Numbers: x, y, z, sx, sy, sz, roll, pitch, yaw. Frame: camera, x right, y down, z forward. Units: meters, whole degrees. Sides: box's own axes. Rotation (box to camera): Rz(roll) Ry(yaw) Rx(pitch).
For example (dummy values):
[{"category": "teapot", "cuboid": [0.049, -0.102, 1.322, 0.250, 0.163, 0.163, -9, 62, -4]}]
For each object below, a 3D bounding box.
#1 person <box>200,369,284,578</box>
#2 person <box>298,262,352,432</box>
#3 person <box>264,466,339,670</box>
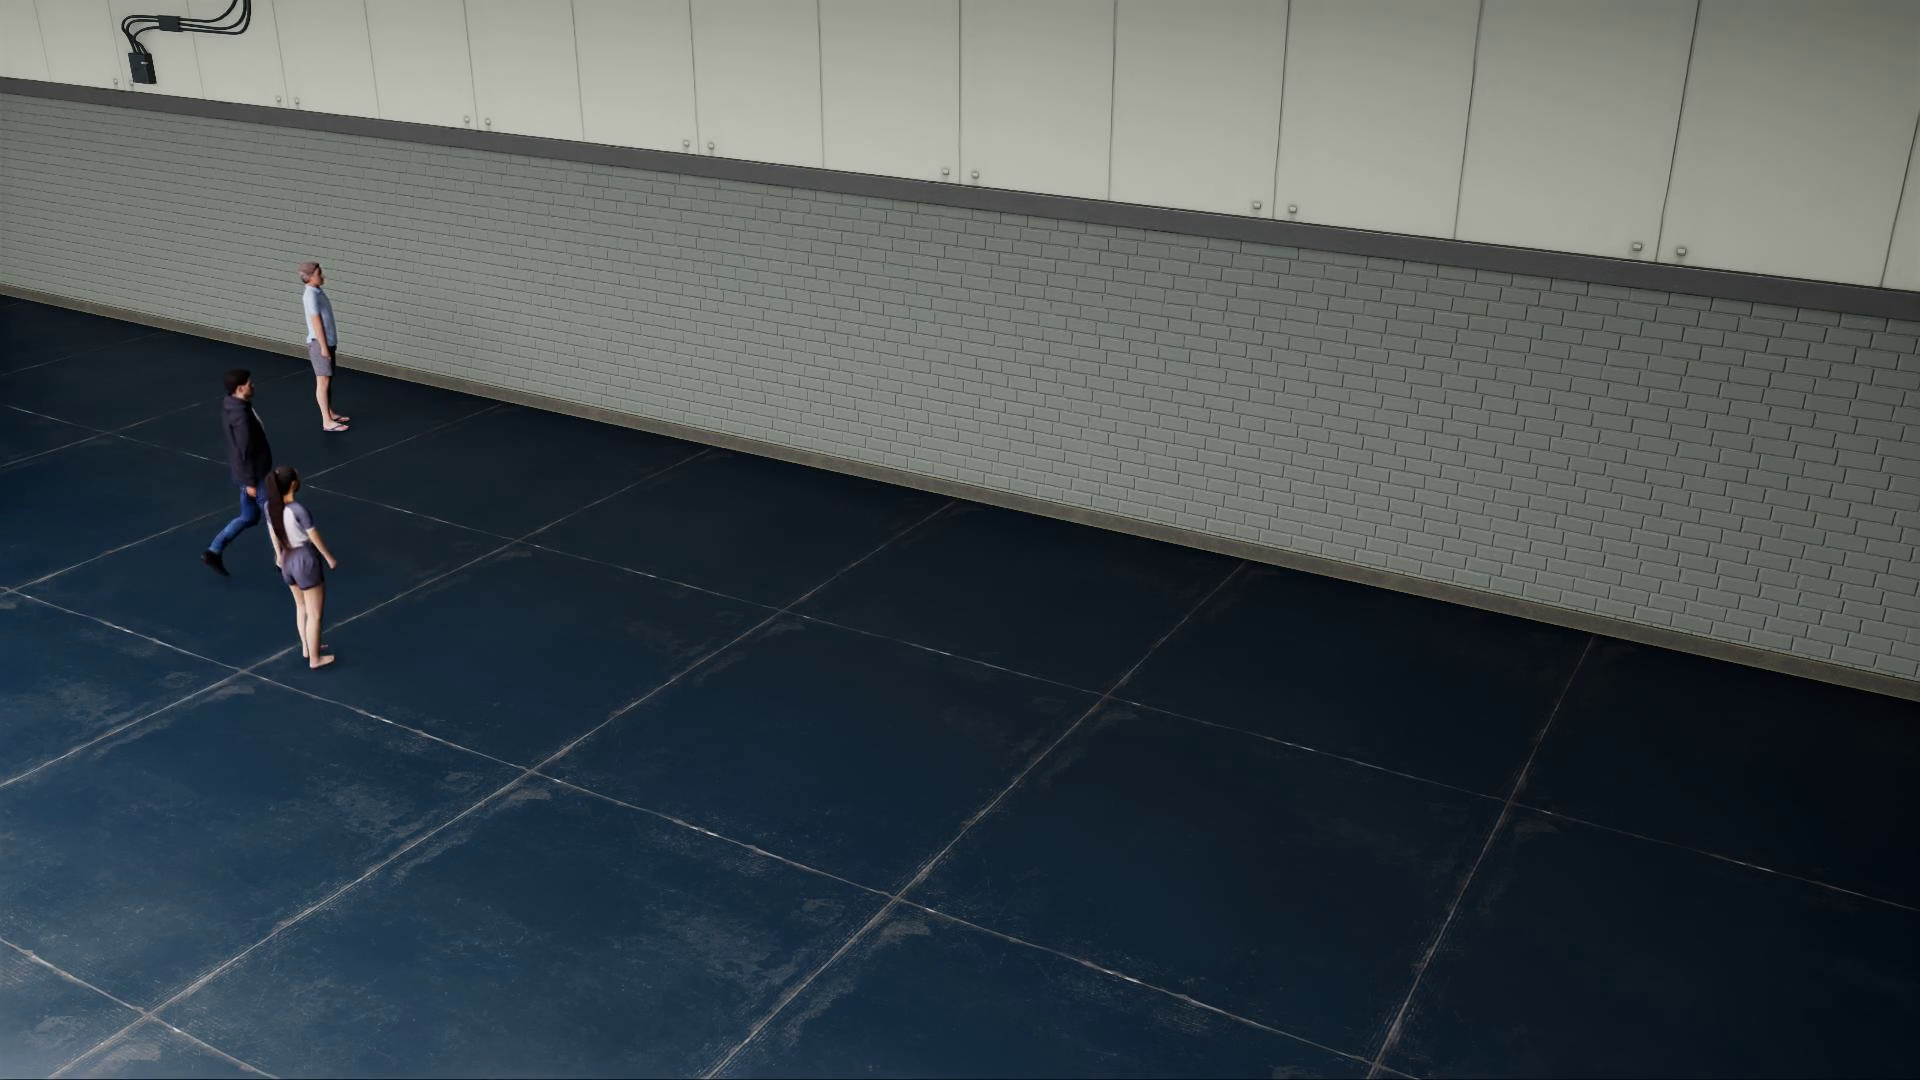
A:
[{"category": "person", "cuboid": [-6.148, -0.526, 14.209, 1.228, 1.868, 1.015, -14, 27, -29]}, {"category": "person", "cuboid": [-6.906, -2.111, 17.979, 0.795, 1.832, 0.727, -5, 24, -12]}, {"category": "person", "cuboid": [-5.064, 0.233, 12.707, 0.602, 1.644, 0.590, 13, 26, 28]}]
